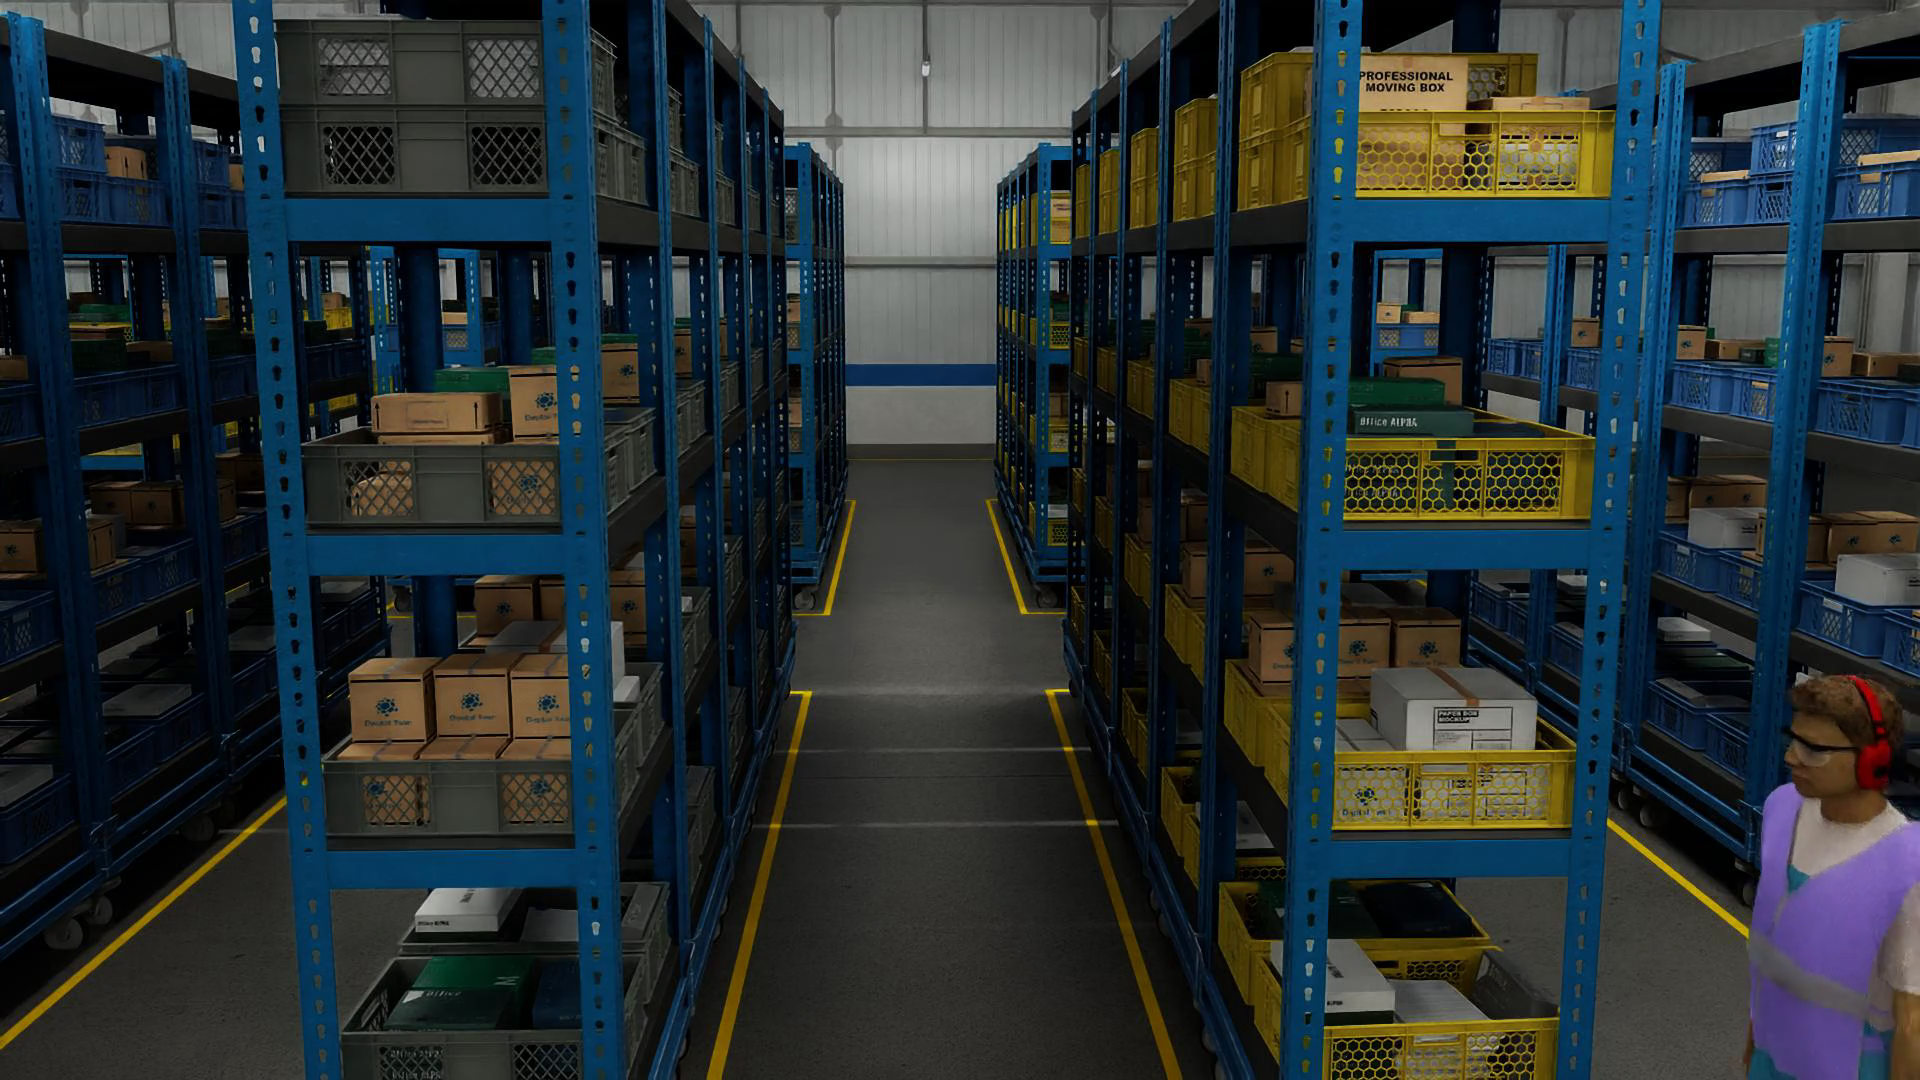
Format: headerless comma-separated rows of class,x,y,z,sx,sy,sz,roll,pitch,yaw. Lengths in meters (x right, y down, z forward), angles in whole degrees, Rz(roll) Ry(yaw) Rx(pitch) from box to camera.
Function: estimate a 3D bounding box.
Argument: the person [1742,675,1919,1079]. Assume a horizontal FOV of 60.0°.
person,1.949,1.181,3.670,0.619,1.829,0.581,-1,9,-4
